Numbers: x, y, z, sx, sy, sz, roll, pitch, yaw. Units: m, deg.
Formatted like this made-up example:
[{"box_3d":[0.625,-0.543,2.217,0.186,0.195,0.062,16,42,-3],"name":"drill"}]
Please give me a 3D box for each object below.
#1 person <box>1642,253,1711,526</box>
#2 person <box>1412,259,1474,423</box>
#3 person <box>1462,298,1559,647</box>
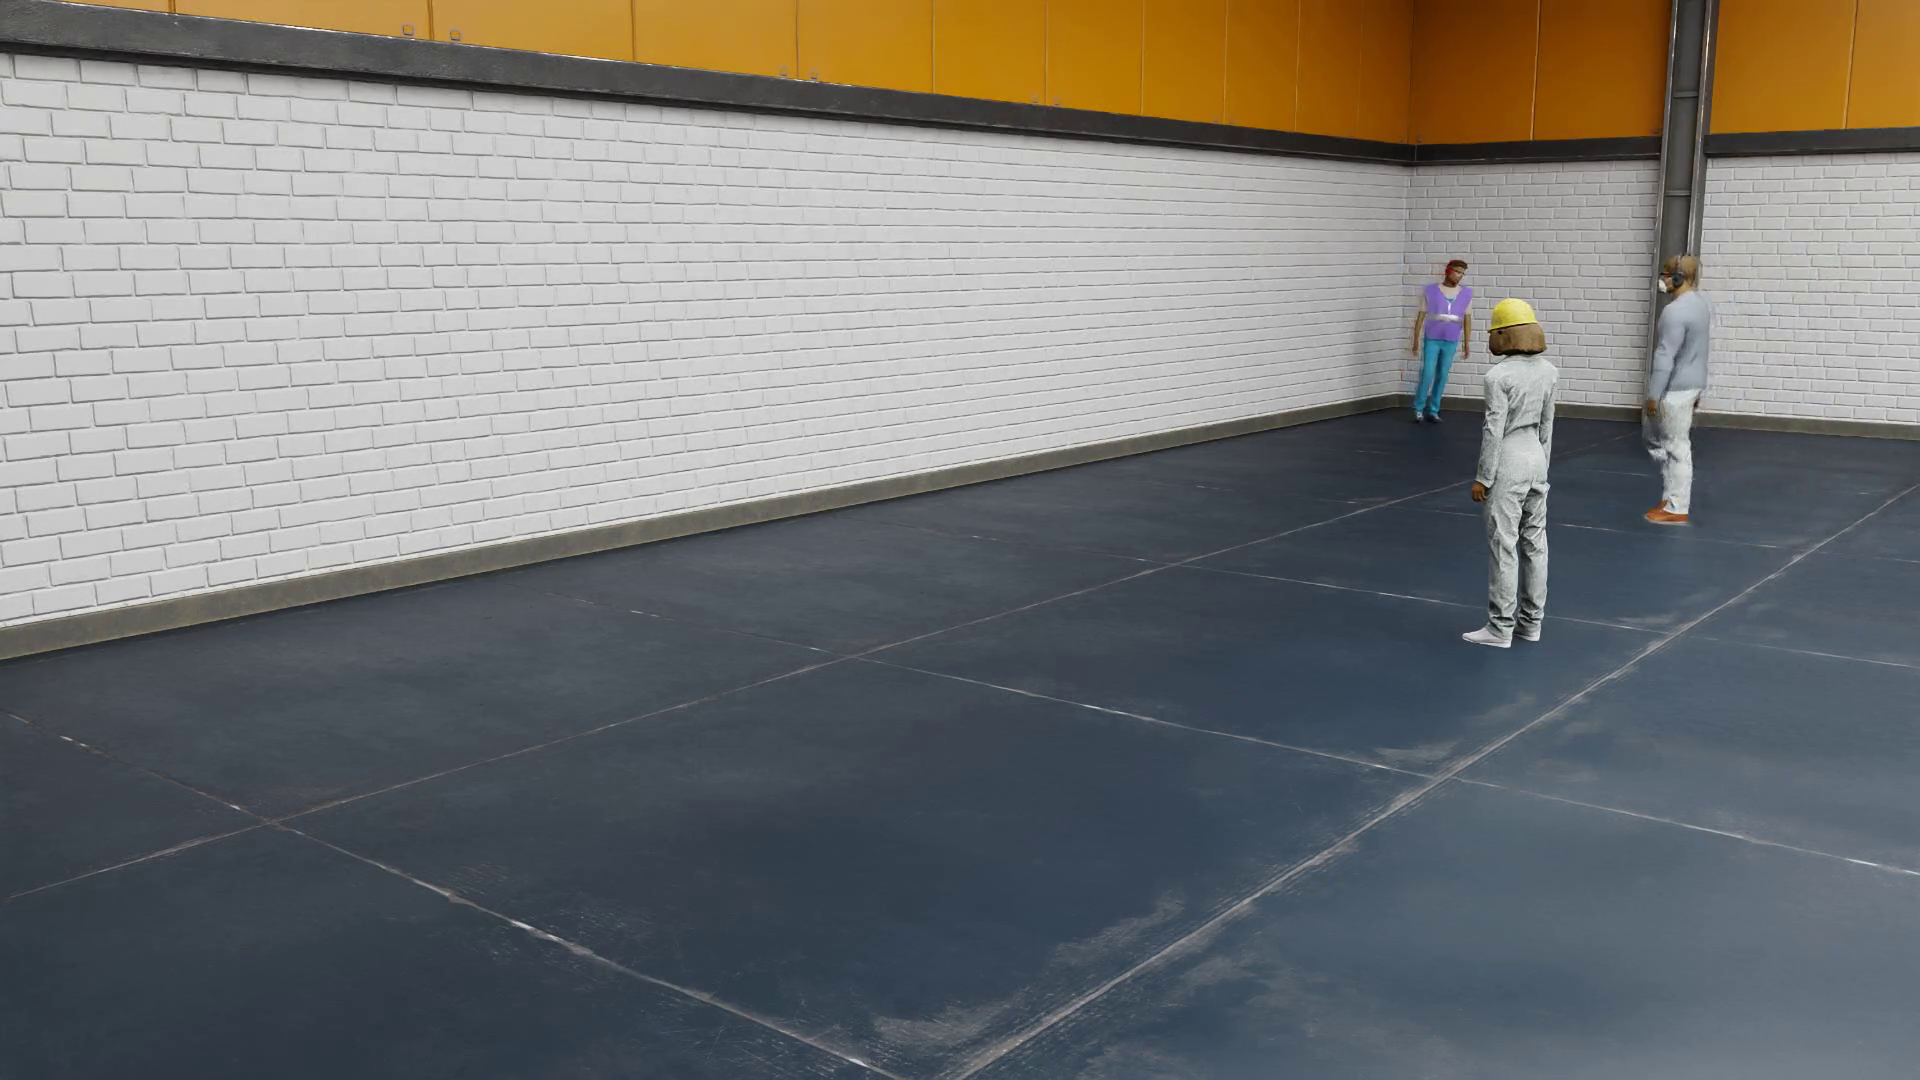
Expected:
[{"box_3d":[5.030,-1.053,11.781,0.473,1.923,0.659,7,13,36],"name":"person"},{"box_3d":[5.321,-2.180,18.351,0.619,1.811,0.436,0,10,-2],"name":"person"},{"box_3d":[2.751,-0.336,8.315,0.484,1.745,0.298,-6,12,-31],"name":"person"}]
